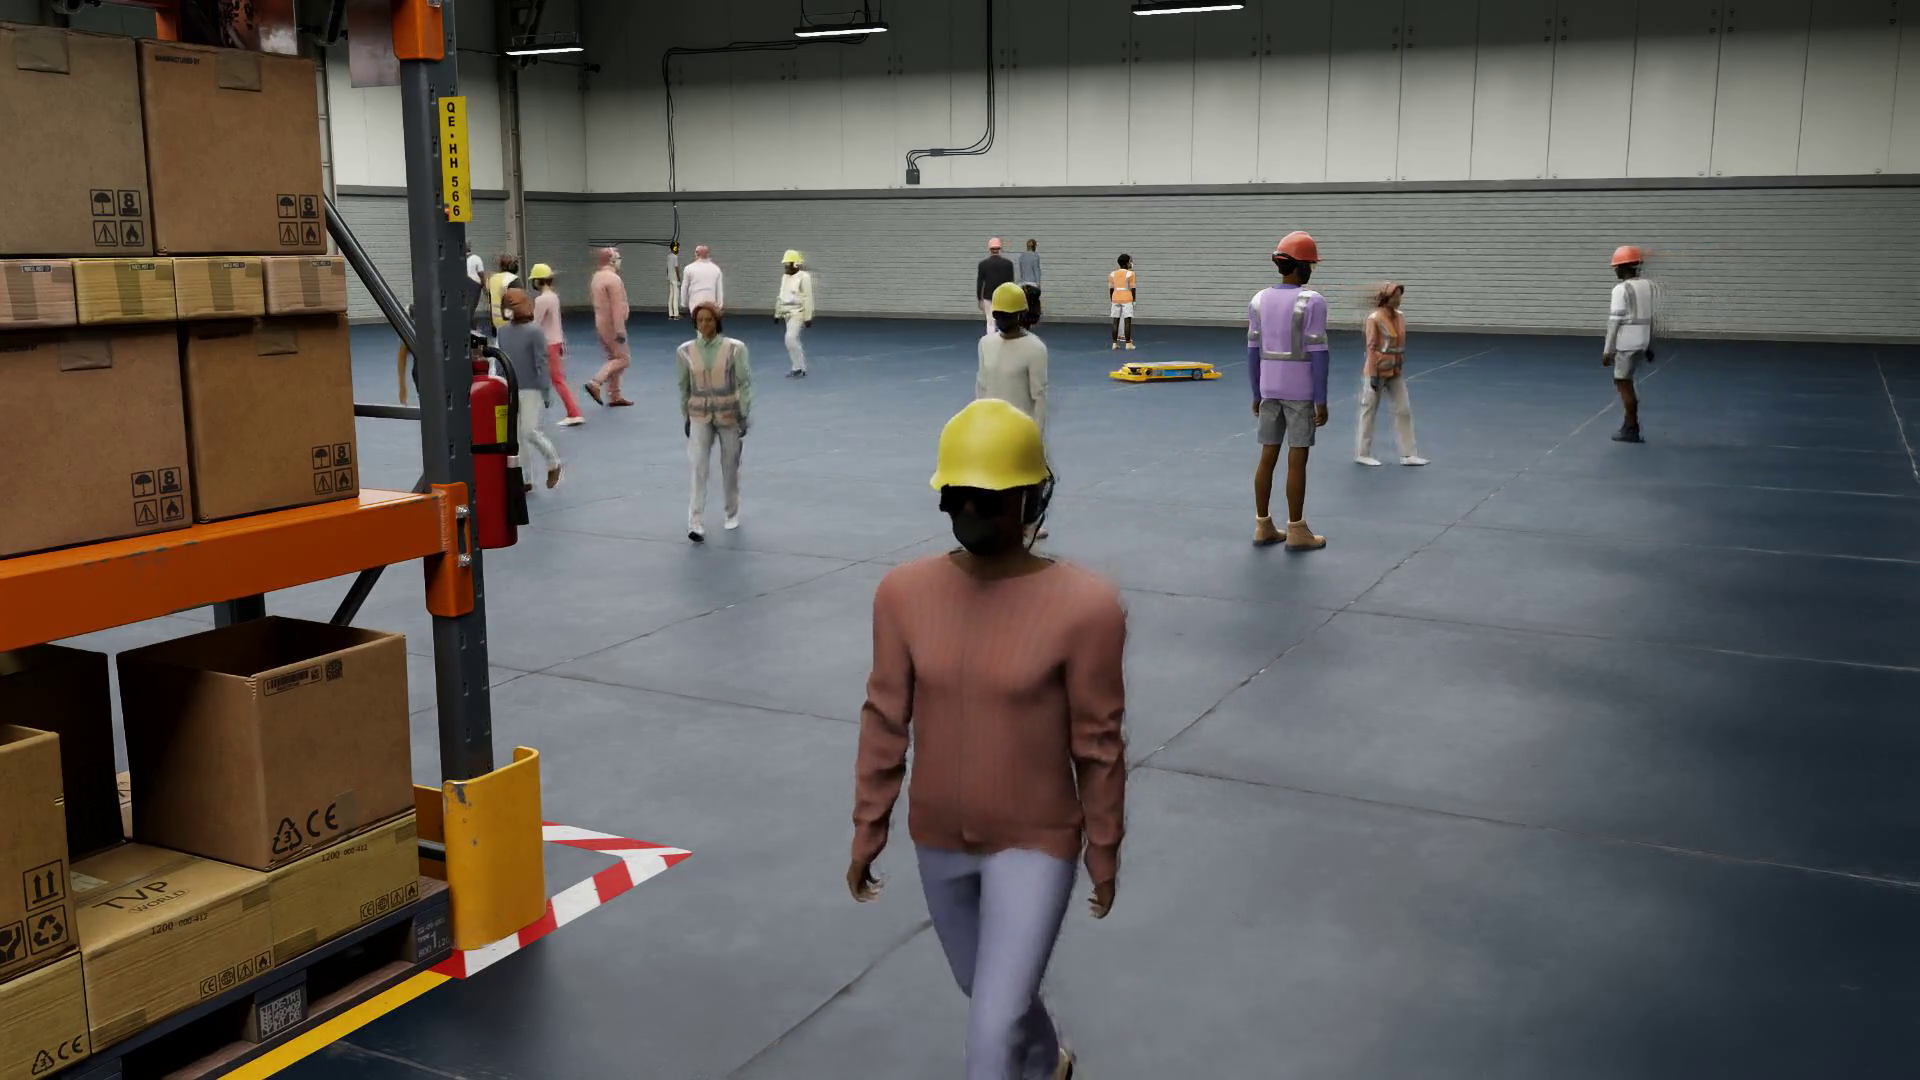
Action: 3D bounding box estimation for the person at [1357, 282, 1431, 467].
[{"bbox_3d":[3.765,-1.417,14.410,0.546,1.608,0.757,-8,13,-37],"label":"person"}]

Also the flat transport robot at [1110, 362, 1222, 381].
[{"bbox_3d":[2.888,-2.376,23.330,1.431,0.197,0.652,-4,11,-23],"label":"flat transport robot"}]

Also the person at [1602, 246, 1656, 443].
[{"bbox_3d":[6.525,-1.908,16.295,0.560,1.910,0.513,-7,13,-35],"label":"person"}]

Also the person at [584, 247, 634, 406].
[{"bbox_3d":[-4.130,-2.489,19.532,0.545,1.886,0.660,-6,12,-29],"label":"person"}]

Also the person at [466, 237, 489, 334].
[{"bbox_3d":[-9.672,-4.988,32.742,0.688,2.000,1.038,3,11,16],"label":"person"}]

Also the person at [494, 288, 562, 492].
[{"bbox_3d":[-3.417,-1.162,13.034,0.515,1.622,0.368,7,12,33],"label":"person"}]

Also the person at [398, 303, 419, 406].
[{"bbox_3d":[-4.087,-1.236,12.994,0.547,1.785,1.013,-2,11,-9],"label":"person"}]

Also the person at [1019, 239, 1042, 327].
[{"bbox_3d":[1.564,-5.669,36.740,0.372,1.940,0.630,-8,13,-37],"label":"person"}]

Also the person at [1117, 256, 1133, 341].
[{"bbox_3d":[3.190,-4.658,32.057,0.266,1.631,0.507,-1,10,-7],"label":"person"}]

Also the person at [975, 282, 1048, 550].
[{"bbox_3d":[0.344,-0.690,10.096,0.533,1.743,0.526,9,14,42],"label":"person"}]

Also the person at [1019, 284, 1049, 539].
[{"bbox_3d":[0.413,-0.861,11.175,0.317,1.695,0.540,-4,11,-19],"label":"person"}]

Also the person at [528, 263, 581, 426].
[{"bbox_3d":[-4.435,-2.073,17.724,0.830,1.723,0.542,1,10,4],"label":"person"}]

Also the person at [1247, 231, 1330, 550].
[{"bbox_3d":[2.139,-0.956,10.750,0.373,2.043,0.614,-9,13,-39],"label":"person"}]

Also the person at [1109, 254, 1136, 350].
[{"bbox_3d":[2.888,-4.213,29.469,0.532,1.693,0.319,7,12,32],"label":"person"}]

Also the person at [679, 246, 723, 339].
[{"bbox_3d":[-4.160,-3.810,26.848,0.633,1.862,1.015,-8,13,-36],"label":"person"}]

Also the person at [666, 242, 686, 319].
[{"bbox_3d":[-6.874,-6.248,40.101,0.329,1.865,0.515,-8,13,-38],"label":"person"}]

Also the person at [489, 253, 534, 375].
[{"bbox_3d":[-5.671,-2.754,21.247,0.971,1.786,0.640,-9,13,-39],"label":"person"}]

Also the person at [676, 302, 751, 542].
[{"bbox_3d":[-1.648,-0.801,11.169,0.510,1.582,0.906,0,10,0],"label":"person"}]

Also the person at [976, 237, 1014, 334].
[{"bbox_3d":[0.591,-4.078,27.943,0.649,1.978,0.443,-1,10,-3],"label":"person"}]

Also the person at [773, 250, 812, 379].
[{"bbox_3d":[-2.392,-3.172,23.460,0.546,1.809,0.596,-7,12,-33],"label":"person"}]

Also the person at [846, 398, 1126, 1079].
[{"bbox_3d":[0.080,0.569,3.329,0.528,1.735,0.900,5,12,26],"label":"person"}]

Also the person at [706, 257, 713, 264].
[{"bbox_3d":[-4.510,-4.239,29.767,0.266,1.632,0.509,-6,12,-30],"label":"person"}]
